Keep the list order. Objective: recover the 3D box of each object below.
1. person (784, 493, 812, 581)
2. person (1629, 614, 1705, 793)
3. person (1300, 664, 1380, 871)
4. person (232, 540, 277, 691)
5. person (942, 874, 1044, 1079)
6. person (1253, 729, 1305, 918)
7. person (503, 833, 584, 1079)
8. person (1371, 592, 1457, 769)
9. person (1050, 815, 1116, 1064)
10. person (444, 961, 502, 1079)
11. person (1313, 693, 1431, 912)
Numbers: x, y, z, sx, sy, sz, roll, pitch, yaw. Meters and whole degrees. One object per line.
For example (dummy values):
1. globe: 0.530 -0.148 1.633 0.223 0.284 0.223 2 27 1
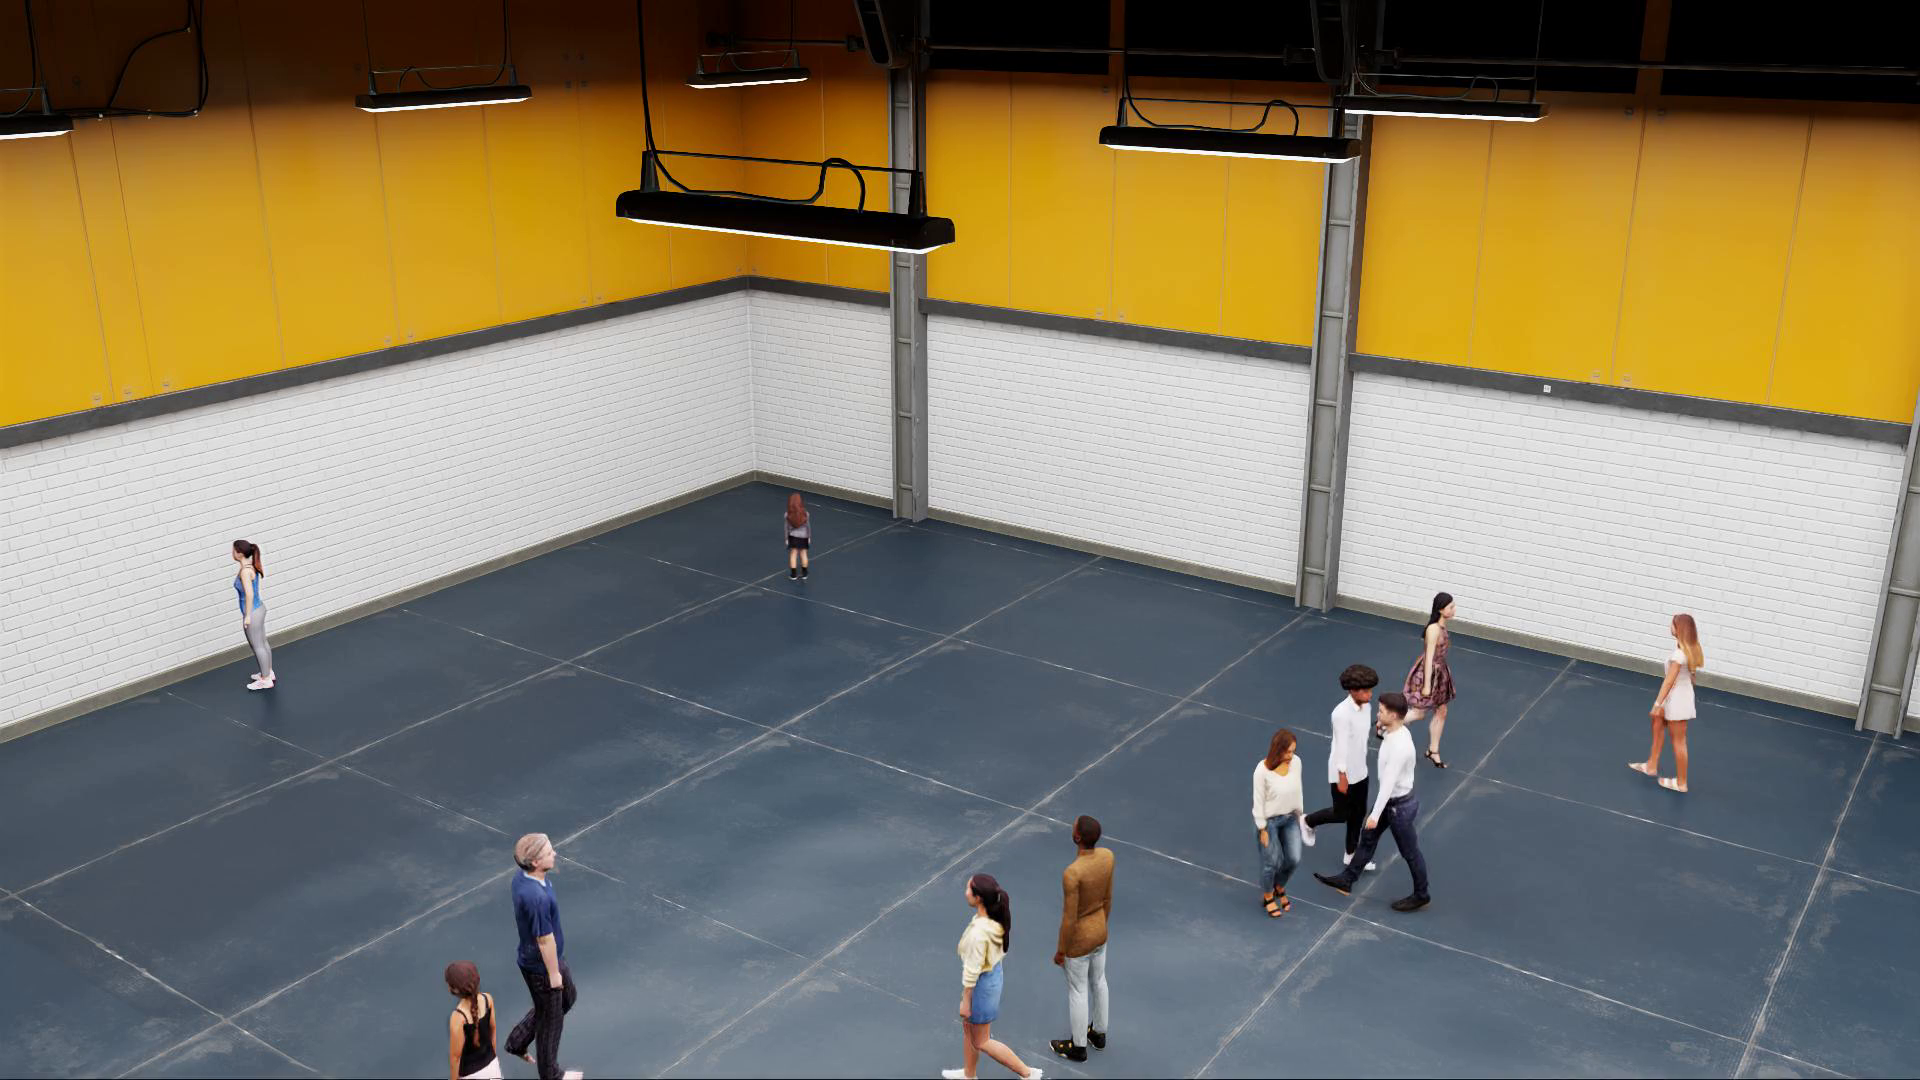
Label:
1. person: -2.010 -0.055 20.549 0.532 1.106 0.590 -3 19 -10
2. person: 6.580 1.493 15.052 0.818 1.681 0.637 14 23 36
3. person: 3.149 1.864 13.781 0.750 1.788 1.003 -17 25 -40
4. person: -7.373 0.762 17.336 0.708 1.608 0.645 -4 19 -11
5. person: 0.209 2.941 10.848 1.030 1.619 0.797 7 20 19
6. person: 2.434 2.176 13.062 0.753 1.657 0.777 -8 20 -24
7. person: -2.832 2.789 10.922 0.917 1.859 0.857 -5 19 -16
8. person: 4.301 1.306 15.497 1.000 1.751 0.697 8 20 21
9. person: 0.853 2.689 11.289 0.683 1.816 0.613 -16 25 -40
10. person: -2.908 3.244 10.044 0.591 1.558 0.589 12 22 33
11. person: 3.520 2.087 13.048 1.246 1.834 0.975 3 19 8
